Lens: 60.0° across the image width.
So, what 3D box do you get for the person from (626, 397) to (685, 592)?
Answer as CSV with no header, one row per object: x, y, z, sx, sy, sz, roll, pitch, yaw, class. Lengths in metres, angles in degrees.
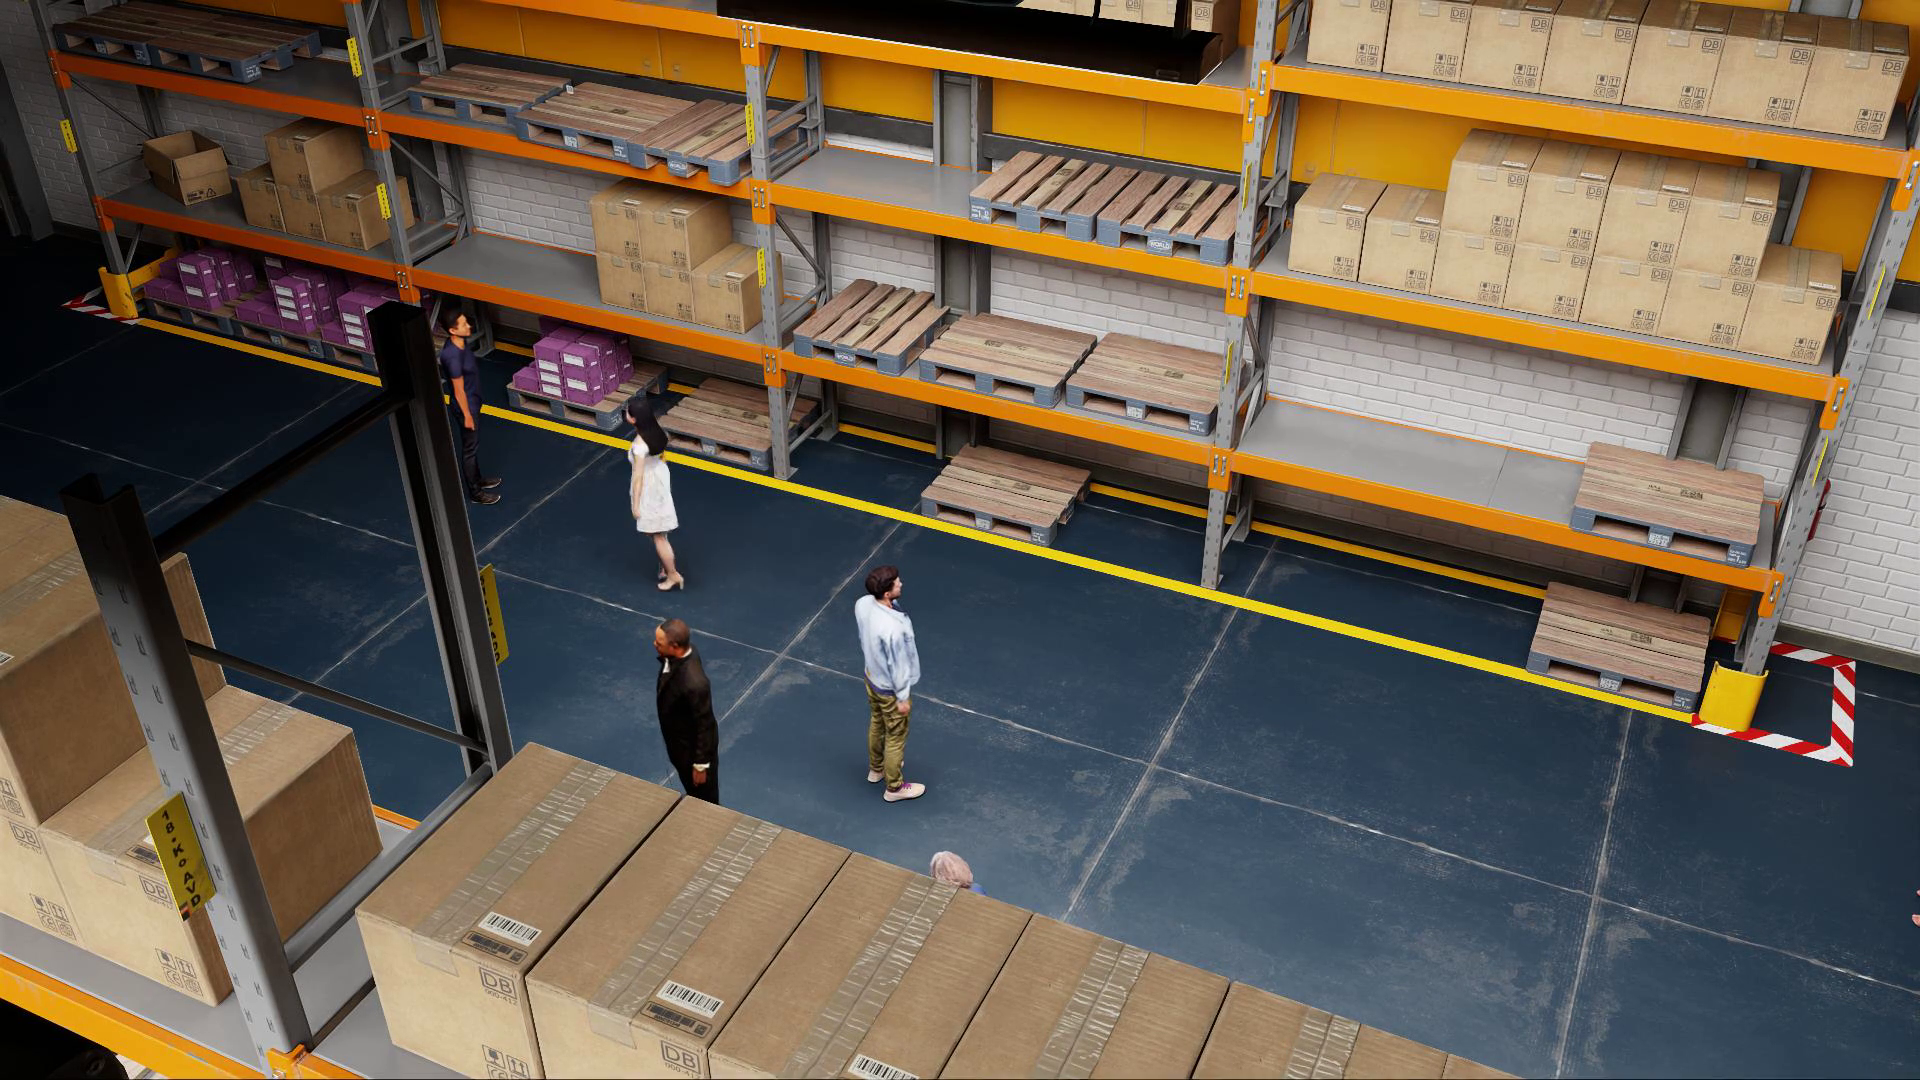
-2.312,-0.325,12.982,0.790,1.761,0.722,7,34,10,person

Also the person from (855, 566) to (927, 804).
-0.483,0.940,11.033,0.818,1.812,0.718,-17,37,-24,person

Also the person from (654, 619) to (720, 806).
-1.683,1.267,10.457,0.857,1.904,0.783,-13,36,-19,person

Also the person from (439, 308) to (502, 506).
-4.224,-1.159,14.207,0.734,1.793,0.722,-6,34,-8,person
